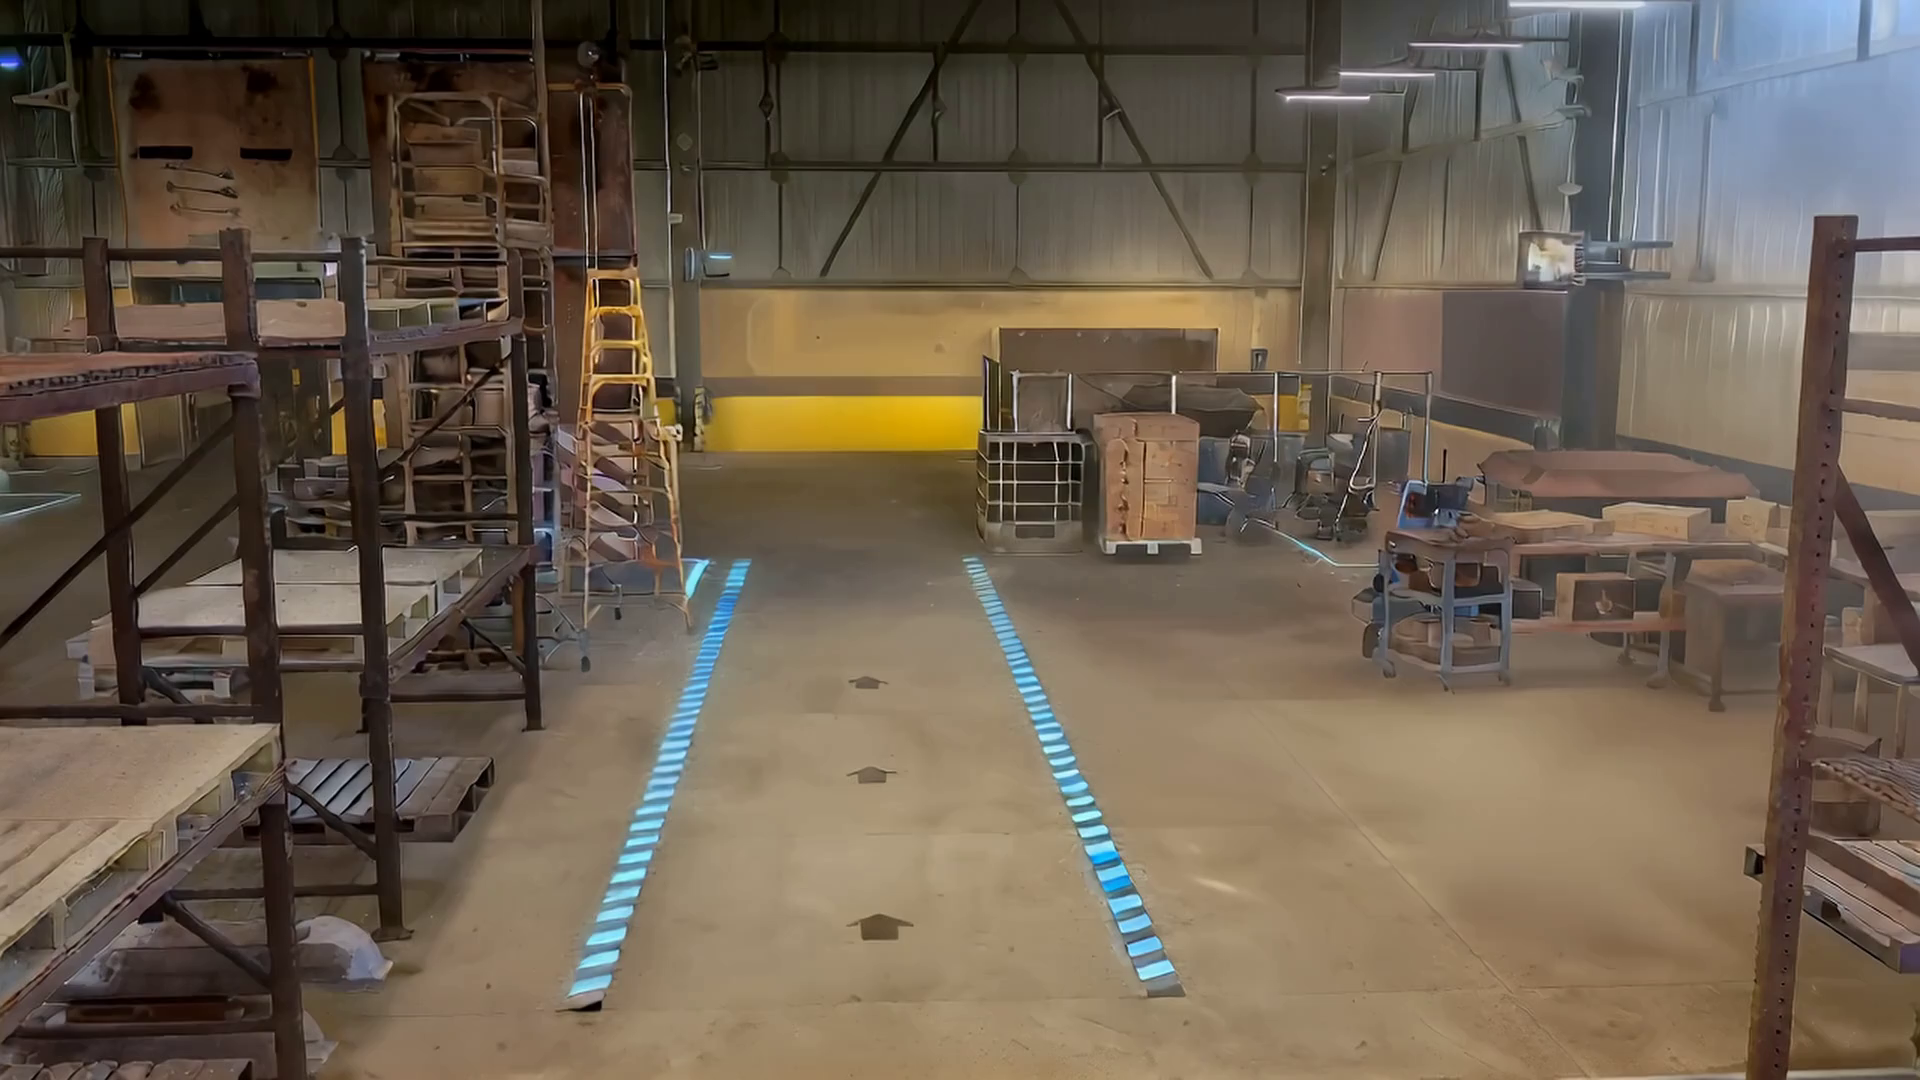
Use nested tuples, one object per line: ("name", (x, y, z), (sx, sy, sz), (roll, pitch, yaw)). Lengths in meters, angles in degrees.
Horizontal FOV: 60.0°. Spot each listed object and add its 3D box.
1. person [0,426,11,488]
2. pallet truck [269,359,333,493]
("person", (-13.158, -1.663, 22.558), (0.389, 1.930, 0.544), (-8, 12, -41))
("pallet truck", (-7.062, -1.131, 18.996), (1.885, 1.965, 0.823), (2, 9, 13))
